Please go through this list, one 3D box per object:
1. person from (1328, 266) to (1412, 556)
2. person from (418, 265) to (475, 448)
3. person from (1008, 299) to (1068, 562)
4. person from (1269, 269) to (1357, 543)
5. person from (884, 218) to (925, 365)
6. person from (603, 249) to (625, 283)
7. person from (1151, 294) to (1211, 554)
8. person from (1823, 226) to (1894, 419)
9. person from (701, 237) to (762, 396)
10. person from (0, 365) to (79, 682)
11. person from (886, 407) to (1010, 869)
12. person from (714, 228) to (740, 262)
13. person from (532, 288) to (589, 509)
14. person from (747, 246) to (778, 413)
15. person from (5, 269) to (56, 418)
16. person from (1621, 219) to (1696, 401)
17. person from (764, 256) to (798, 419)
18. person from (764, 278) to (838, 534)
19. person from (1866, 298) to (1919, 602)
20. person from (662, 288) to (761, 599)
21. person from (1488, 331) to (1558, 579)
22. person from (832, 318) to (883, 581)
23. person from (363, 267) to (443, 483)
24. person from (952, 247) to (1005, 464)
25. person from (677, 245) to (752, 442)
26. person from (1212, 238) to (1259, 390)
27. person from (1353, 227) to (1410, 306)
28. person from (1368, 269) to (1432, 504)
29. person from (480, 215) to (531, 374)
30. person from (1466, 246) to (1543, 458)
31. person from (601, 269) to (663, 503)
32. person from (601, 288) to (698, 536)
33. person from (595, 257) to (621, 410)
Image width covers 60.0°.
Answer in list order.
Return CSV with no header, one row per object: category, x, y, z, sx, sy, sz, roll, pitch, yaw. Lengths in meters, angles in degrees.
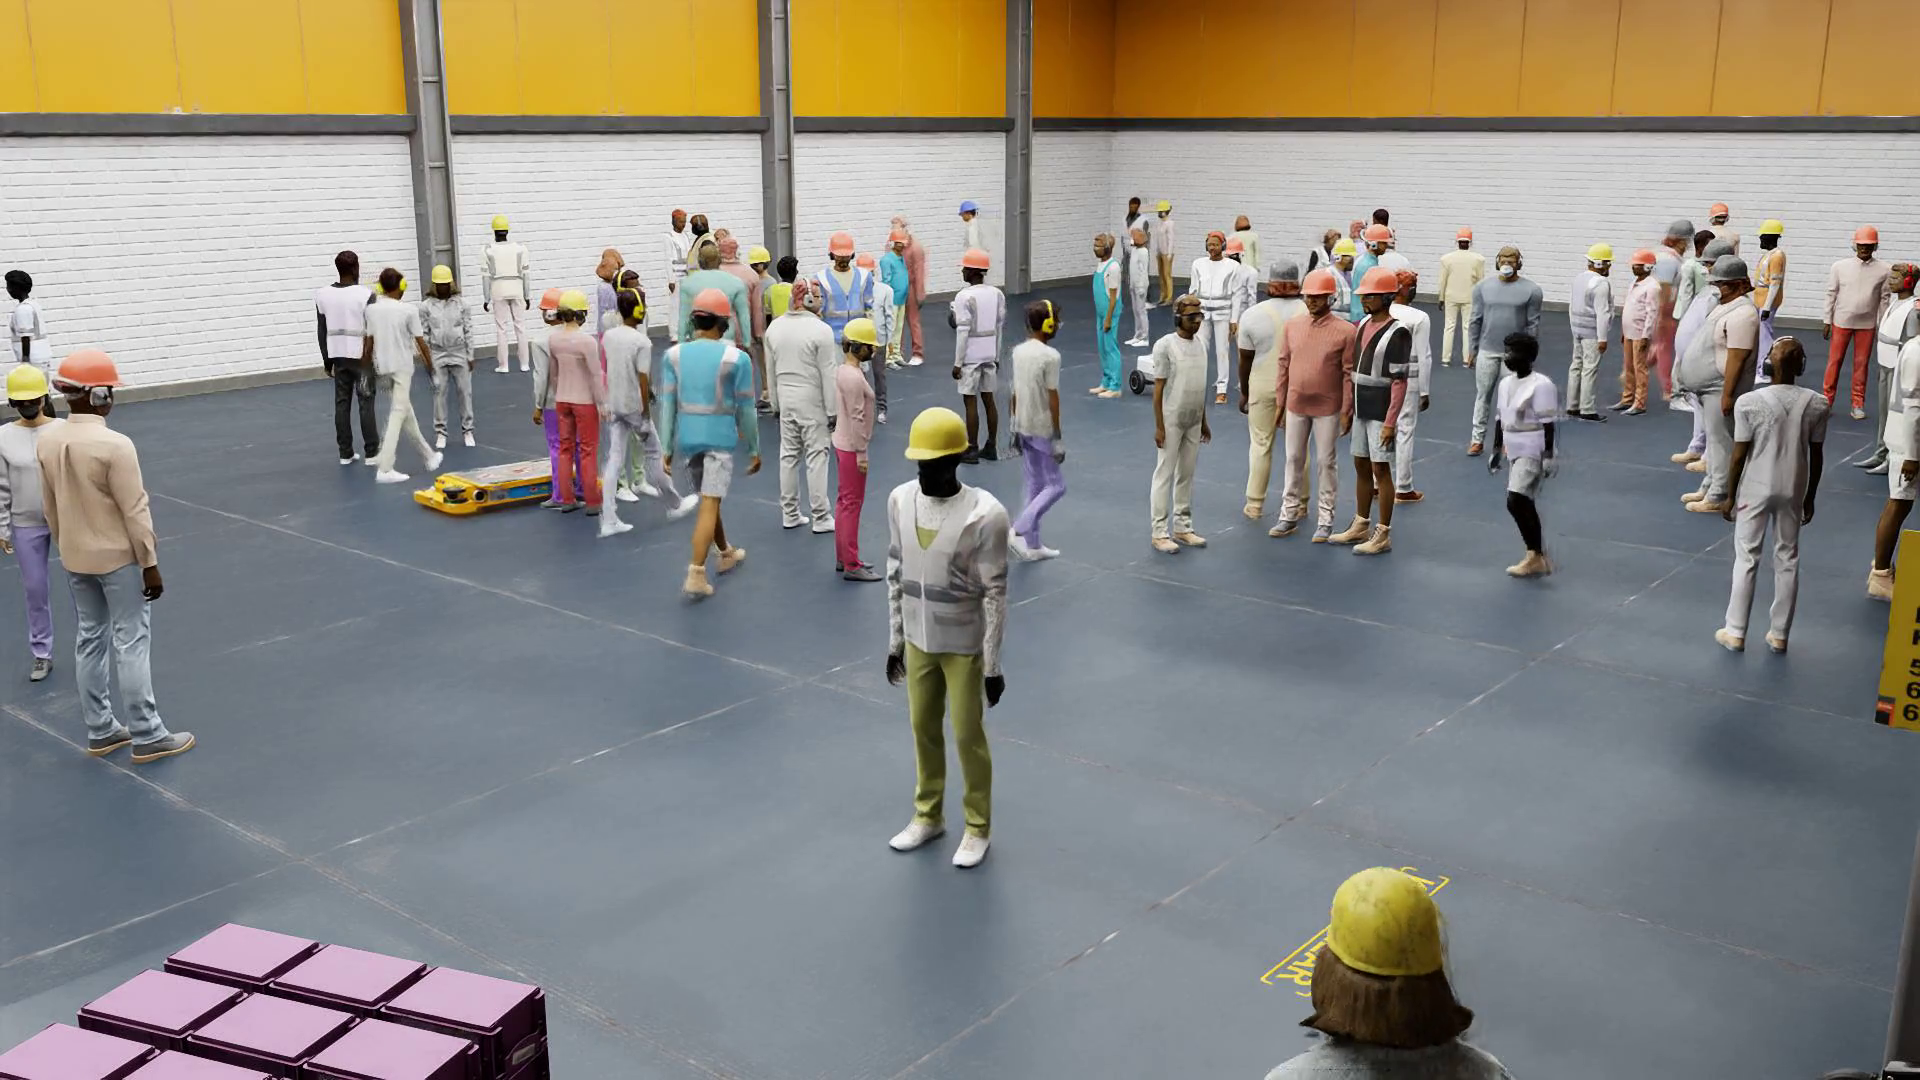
person,2.923,-0.912,11.813,0.375,2.044,0.607,-5,15,-18
person,-4.823,-1.722,15.683,0.480,1.733,0.347,-5,15,-19
person,0.517,-0.731,11.492,0.449,1.848,0.543,-9,17,-32
person,2.587,-0.979,12.176,0.611,1.996,0.378,9,17,32
person,-0.710,-3.130,21.040,0.655,1.873,0.574,11,18,37
person,-3.930,-2.505,19.009,0.282,1.633,0.501,-8,16,-28
person,1.589,-0.836,11.908,0.506,1.847,0.343,-11,18,-36
person,9.300,-2.255,17.280,0.612,1.995,0.382,5,15,19
person,-2.368,-2.148,17.068,0.661,1.890,0.418,-3,14,-13
person,-4.996,-0.089,9.109,0.518,1.756,0.344,-6,15,-24
person,-0.062,0.396,6.835,0.604,1.923,0.396,10,17,36
person,-3.197,-3.382,22.497,0.514,1.642,0.310,3,14,12
person,-3.172,-1.123,13.233,0.319,1.755,0.572,10,17,34
person,-2.090,-2.227,17.657,0.338,1.760,0.529,-9,16,-31
person,-8.736,-1.696,15.671,0.319,1.688,0.540,-5,15,-19
person,7.791,-2.551,18.369,0.682,2.000,0.706,7,16,27
person,-1.774,-2.081,17.187,0.540,1.695,0.317,8,16,30
person,-1.141,-1.001,12.457,0.641,1.904,0.401,10,17,36
person,6.119,-0.611,10.621,0.391,2.035,0.614,8,16,30
person,-1.639,-0.644,10.892,0.616,1.983,1.091,5,15,18
person,3.812,-0.559,11.176,0.356,1.663,0.576,-2,14,-6
person,-0.689,-0.606,11.171,0.327,1.760,0.524,-3,14,-12
person,-4.804,-1.434,14.369,0.625,1.805,0.927,5,15,20
person,0.142,-1.655,14.987,0.551,1.940,0.349,-13,19,-42
person,-2.390,-1.926,16.227,0.704,1.860,1.071,-2,14,-7
person,3.145,-2.603,19.179,0.568,1.743,0.350,11,18,37
person,4.681,-2.512,18.495,0.644,1.903,0.400,8,16,29
person,3.537,-1.234,13.427,0.355,1.882,0.576,-13,19,-43
person,-5.570,-3.009,20.422,0.584,1.930,0.365,-7,16,-25
person,4.965,-1.716,15.239,0.631,1.940,0.372,6,15,22
person,-2.666,-1.253,13.519,0.321,1.876,0.532,9,16,31
person,-2.418,-0.983,12.550,0.516,1.828,0.946,8,16,29
person,-3.754,-2.218,17.861,0.282,1.633,0.498,-1,14,-4
